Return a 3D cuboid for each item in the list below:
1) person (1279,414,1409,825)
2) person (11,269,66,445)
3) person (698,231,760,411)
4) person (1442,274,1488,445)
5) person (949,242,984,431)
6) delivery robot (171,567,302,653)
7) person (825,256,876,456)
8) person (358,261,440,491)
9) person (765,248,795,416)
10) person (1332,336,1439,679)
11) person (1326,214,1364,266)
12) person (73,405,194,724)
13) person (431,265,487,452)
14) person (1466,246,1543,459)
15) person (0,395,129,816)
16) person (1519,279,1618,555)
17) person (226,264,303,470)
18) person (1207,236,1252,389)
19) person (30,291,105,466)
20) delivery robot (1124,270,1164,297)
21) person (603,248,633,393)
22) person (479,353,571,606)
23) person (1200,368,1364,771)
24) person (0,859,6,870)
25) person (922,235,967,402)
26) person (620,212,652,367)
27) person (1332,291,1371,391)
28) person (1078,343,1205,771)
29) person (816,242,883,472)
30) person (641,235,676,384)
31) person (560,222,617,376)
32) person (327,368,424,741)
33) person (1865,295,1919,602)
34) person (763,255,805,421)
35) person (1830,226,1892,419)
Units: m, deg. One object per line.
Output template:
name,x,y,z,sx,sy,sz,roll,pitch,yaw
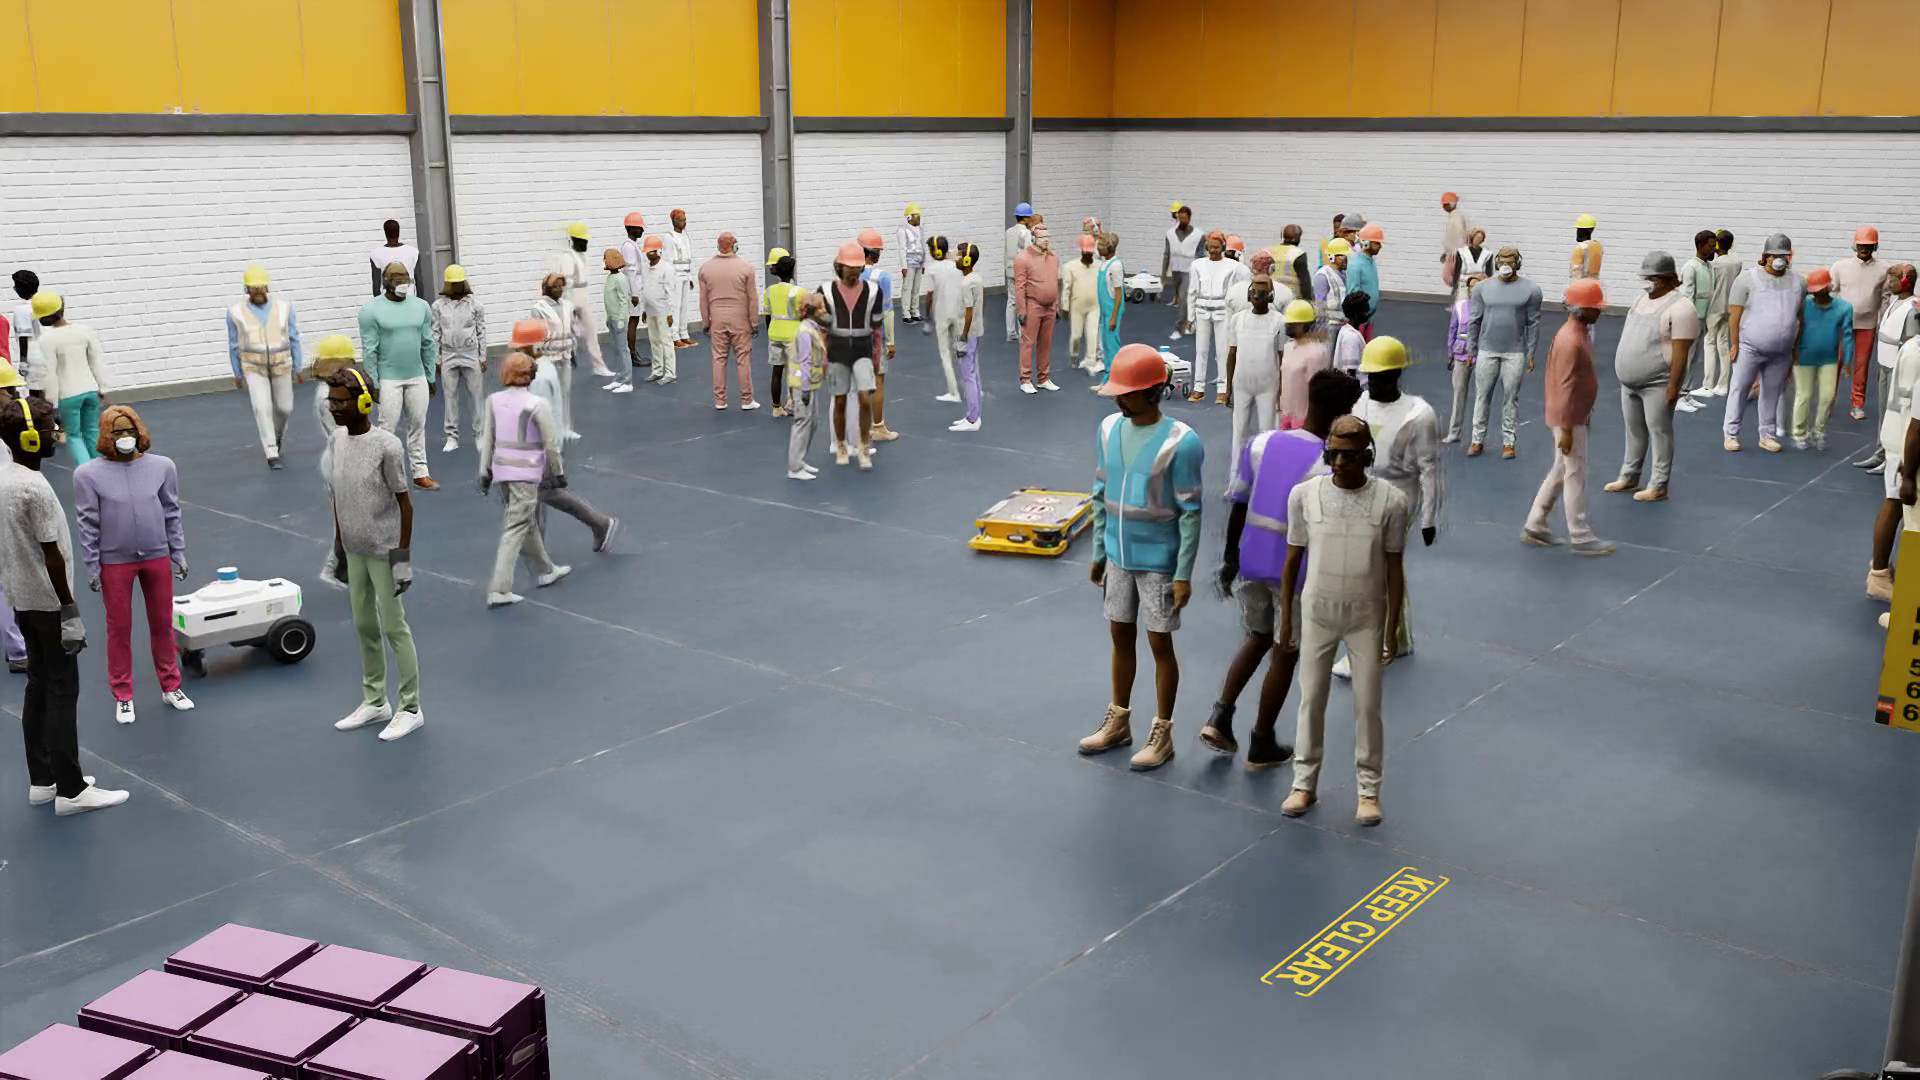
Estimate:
person,1.649,0.350,7.216,0.518,1.834,0.368,4,15,17
person,-8.687,-1.699,15.683,0.319,1.688,0.540,0,14,0
person,-2.447,-2.334,17.771,0.639,1.911,0.402,2,14,10
person,4.883,-1.711,15.826,0.514,1.641,0.309,11,18,37
person,0.065,-2.024,16.598,0.328,1.877,0.509,2,14,9
delivery robot,-4.120,0.399,9.402,0.707,0.478,0.477,-14,19,-43
person,-1.041,-1.717,15.374,0.516,1.875,0.329,13,19,41
person,-4.606,-1.326,13.711,0.380,1.930,0.625,13,19,42
person,-1.851,-2.176,17.448,0.338,1.761,0.525,-1,14,-2
person,2.275,-0.180,9.206,0.892,1.886,0.600,-9,17,-32
person,4.425,-2.707,18.990,0.536,2.000,0.683,1,14,3
person,-4.230,0.115,8.539,0.499,1.633,0.286,-13,19,-41
person,-4.669,-1.693,15.541,0.493,1.743,0.299,-3,14,-11
person,4.958,-1.715,15.234,0.635,1.939,0.362,6,15,21
person,-4.034,0.291,7.357,0.537,1.869,0.314,11,18,36
person,4.404,-0.864,11.814,0.682,1.969,0.642,5,15,19
person,-6.219,-1.568,14.897,0.599,1.813,0.722,-8,16,-29
person,3.137,-2.639,19.292,0.321,1.755,0.562,-7,15,-25
person,-7.249,-1.196,13.633,0.558,1.708,0.584,5,15,20
delivery robot,3.153,-4.407,28.607,0.707,0.478,0.477,-7,16,-25
person,-3.934,-2.507,19.016,0.279,1.634,0.498,-8,16,-29
person,-2.805,-0.404,10.694,0.510,1.595,0.793,9,16,31
person,1.537,0.150,7.817,0.603,1.922,0.655,-11,18,-38
person,-4.230,0.596,6.474,0.806,1.692,0.575,0,14,0
person,-0.132,-2.428,18.313,0.594,1.835,0.356,-9,17,-33
person,-4.096,-3.167,21.041,0.364,1.934,0.553,-2,14,-10
person,3.189,-1.191,13.628,0.317,1.695,0.537,2,14,8
person,0.842,0.086,7.848,0.404,2.034,0.609,-13,19,-42
person,-0.965,-1.597,14.614,0.610,2.012,0.867,-2,14,-7
person,-3.580,-2.714,19.621,0.567,1.743,0.351,13,19,43
person,-4.718,-2.910,20.171,1.009,1.880,0.588,4,15,15
person,-2.923,0.070,8.243,0.525,1.869,0.316,8,16,30
person,6.113,-0.616,10.638,0.406,2.040,0.609,9,16,31
person,-1.787,-2.079,17.174,0.533,1.699,0.322,9,17,32
person,9.298,-2.253,17.270,0.623,1.993,0.384,5,15,19
